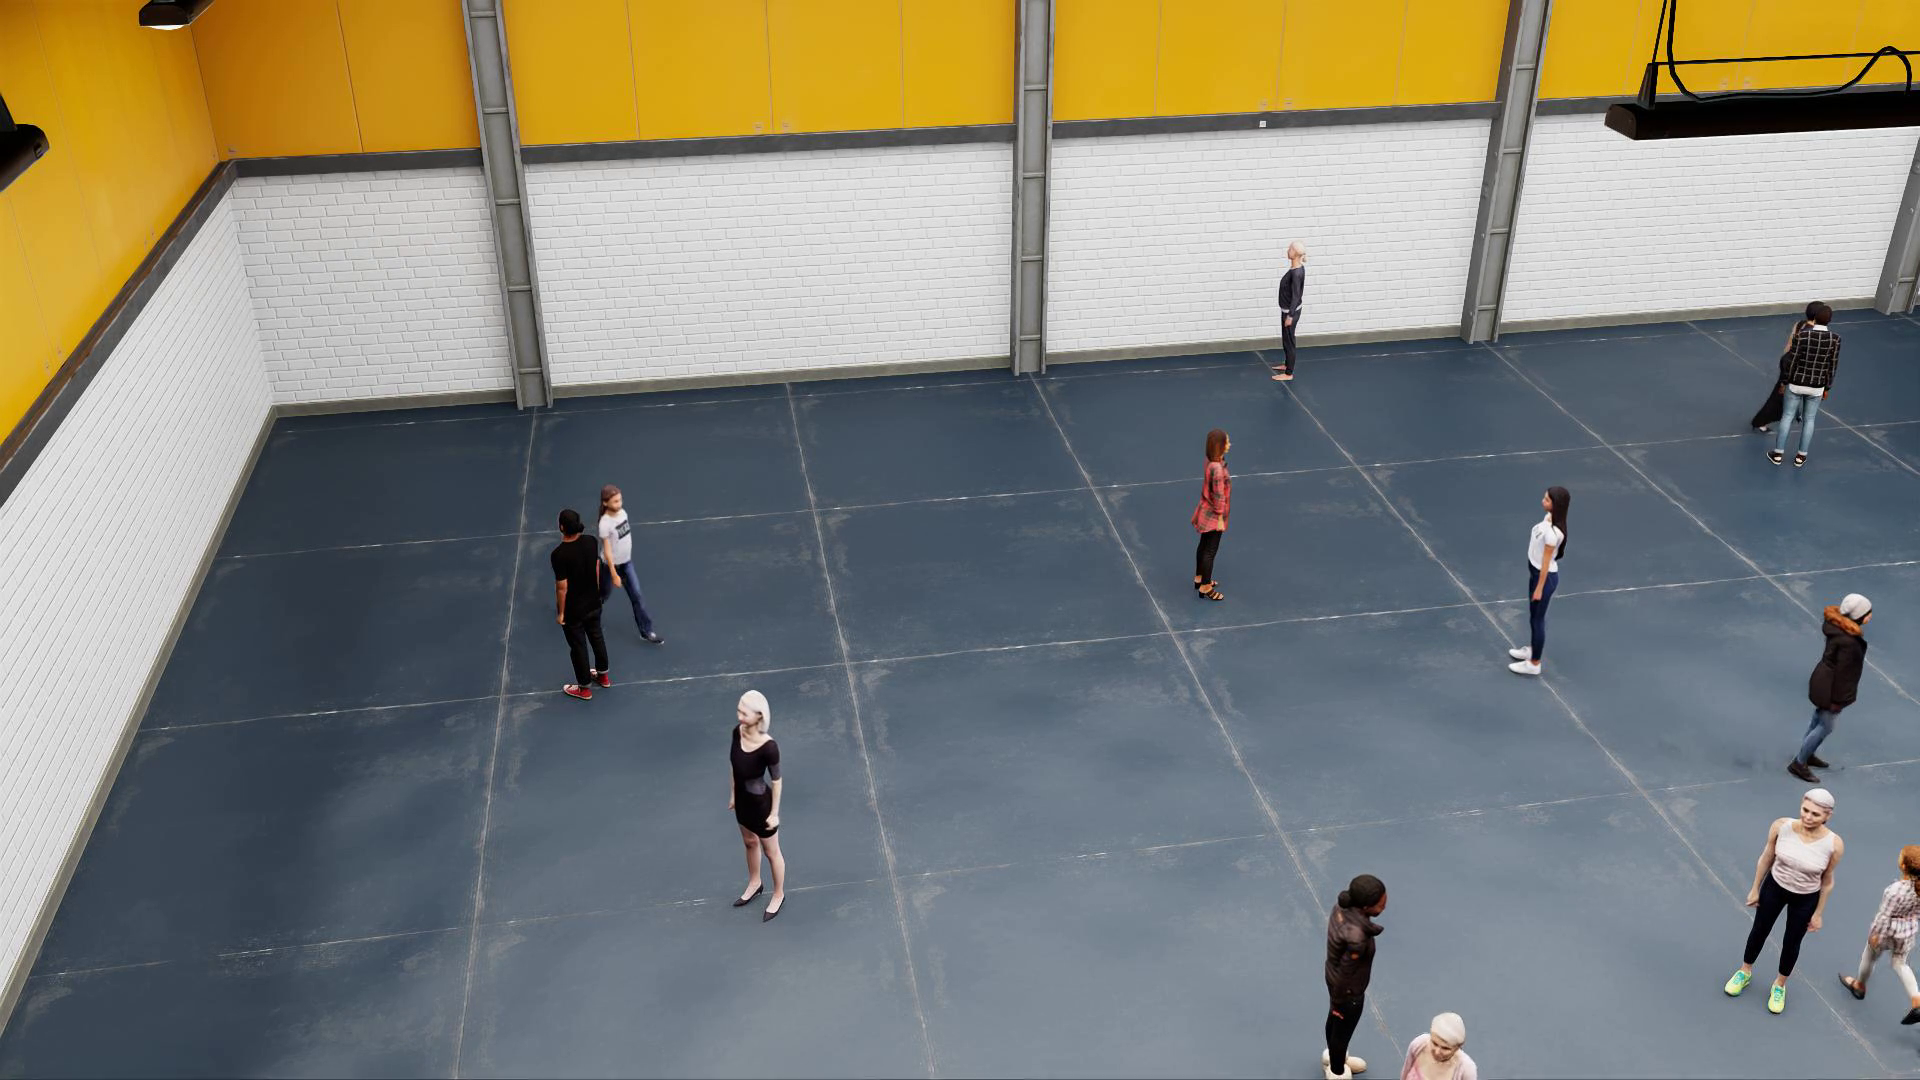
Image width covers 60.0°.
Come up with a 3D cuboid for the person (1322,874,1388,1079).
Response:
[{"bbox_3d":[2.348,2.708,10.156,0.606,1.660,0.656,-5,29,-8],"label":"person"}]

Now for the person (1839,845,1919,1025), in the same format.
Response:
[{"bbox_3d":[6.110,2.575,10.785,0.807,1.293,0.639,-8,30,-15],"label":"person"}]

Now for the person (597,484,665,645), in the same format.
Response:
[{"bbox_3d":[-3.148,0.205,14.888,1.120,1.524,0.996,15,32,25],"label":"person"}]

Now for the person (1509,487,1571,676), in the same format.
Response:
[{"bbox_3d":[5.048,0.345,14.371,0.624,1.774,0.643,6,29,11],"label":"person"}]

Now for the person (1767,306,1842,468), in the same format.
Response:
[{"bbox_3d":[9.168,-1.673,18.020,0.661,1.821,0.801,8,30,14],"label":"person"}]

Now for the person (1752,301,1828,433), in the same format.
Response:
[{"bbox_3d":[9.321,-1.926,18.767,1.054,1.551,0.694,-1,29,-1],"label":"person"}]

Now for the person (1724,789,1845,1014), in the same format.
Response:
[{"bbox_3d":[5.407,2.316,10.832,0.679,1.702,0.734,19,34,31],"label":"person"}]

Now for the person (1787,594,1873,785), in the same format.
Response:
[{"bbox_3d":[6.835,1.130,13.070,0.756,1.641,0.736,8,30,15],"label":"person"}]

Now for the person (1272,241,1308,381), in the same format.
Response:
[{"bbox_3d":[4.022,-2.807,20.199,0.641,1.726,0.679,5,29,9],"label":"person"}]

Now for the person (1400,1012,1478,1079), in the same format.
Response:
[{"bbox_3d":[2.658,3.197,9.253,0.918,1.667,1.006,23,36,35],"label":"person"}]

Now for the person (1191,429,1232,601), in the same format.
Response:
[{"bbox_3d":[2.359,-0.253,15.540,0.575,1.704,0.628,-2,29,-3],"label":"person"}]

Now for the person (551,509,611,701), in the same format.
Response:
[{"bbox_3d":[-3.211,0.527,14.053,0.778,1.759,0.719,18,34,30],"label":"person"}]

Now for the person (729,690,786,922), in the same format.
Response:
[{"bbox_3d":[-1.415,1.835,11.580,0.650,1.830,0.699,20,35,33],"label":"person"}]
